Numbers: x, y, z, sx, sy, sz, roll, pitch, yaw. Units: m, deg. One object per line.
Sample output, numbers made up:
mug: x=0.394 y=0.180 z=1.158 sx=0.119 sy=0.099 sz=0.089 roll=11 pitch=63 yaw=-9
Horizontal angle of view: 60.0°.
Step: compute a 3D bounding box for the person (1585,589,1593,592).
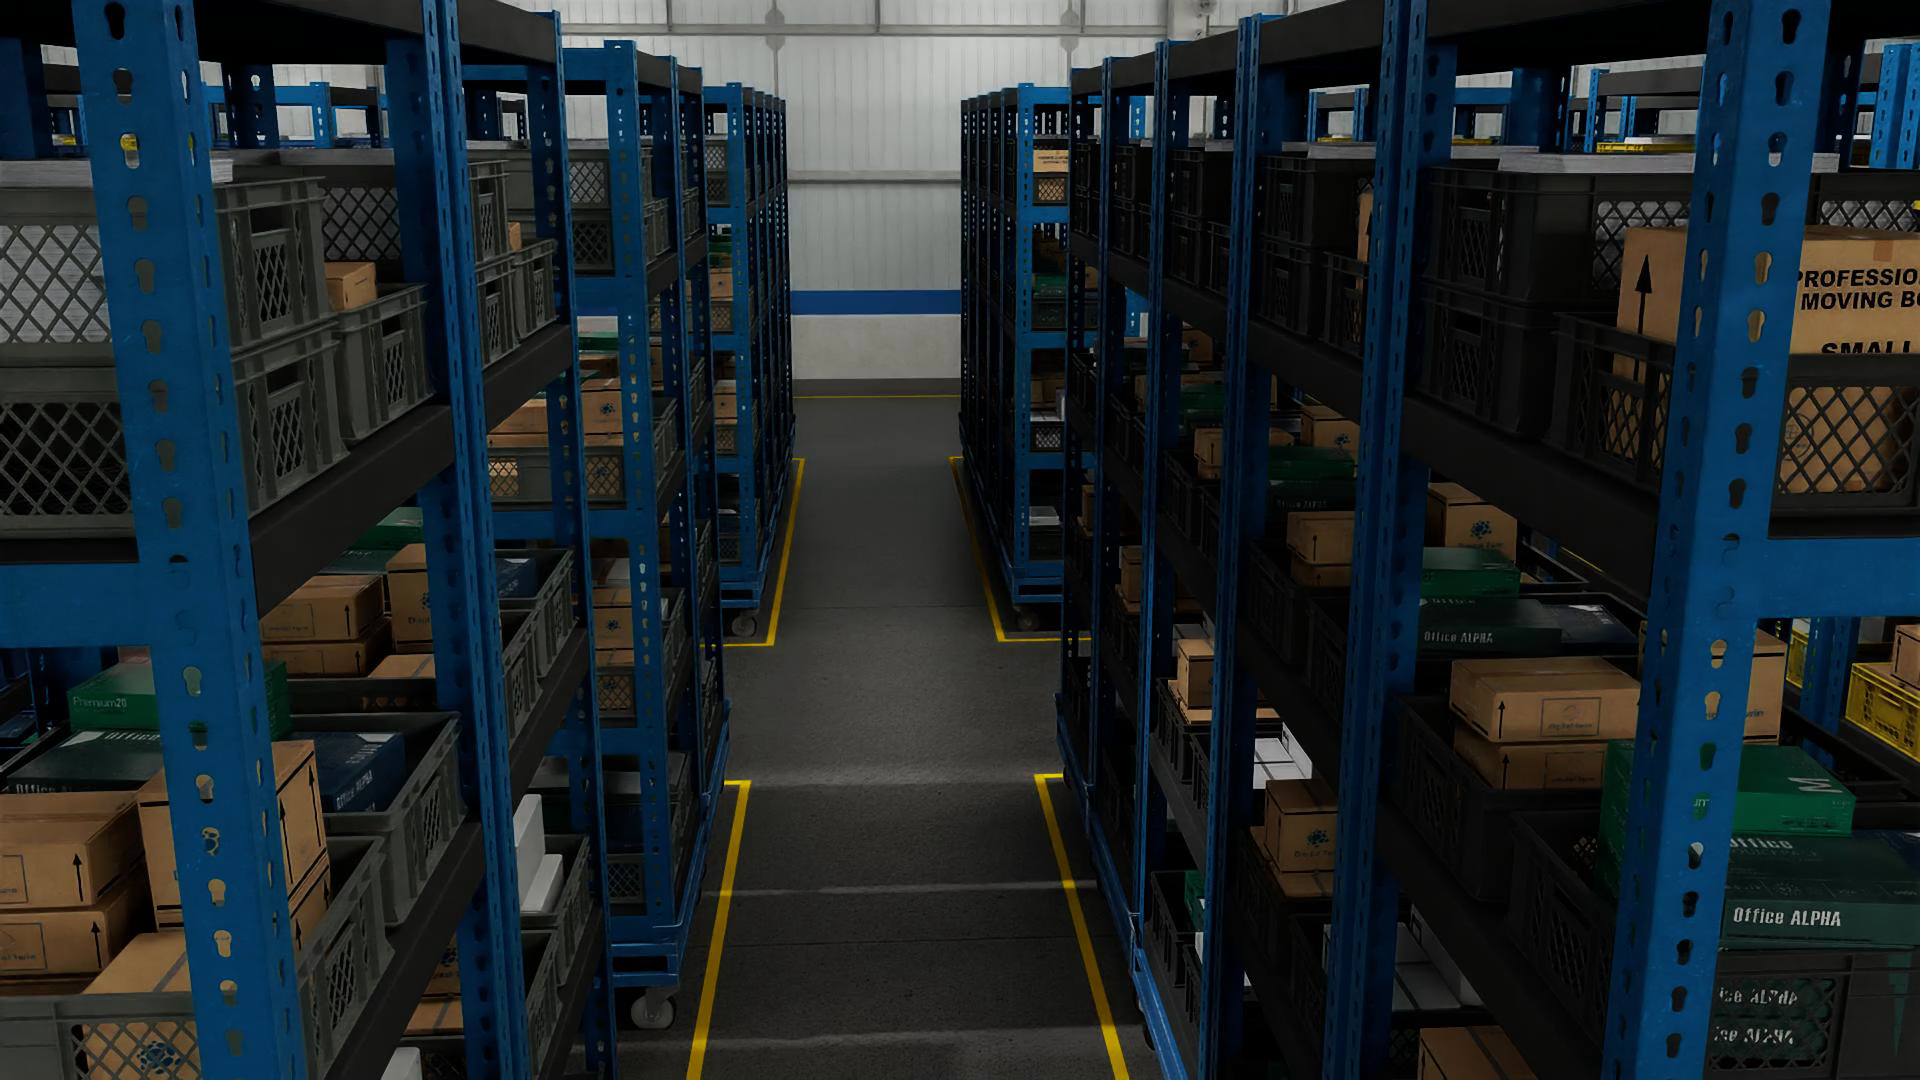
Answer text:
person: x=4.452 y=-0.369 z=11.548 sx=0.602 sy=1.800 sz=0.673 roll=-6 pitch=15 yaw=-23
